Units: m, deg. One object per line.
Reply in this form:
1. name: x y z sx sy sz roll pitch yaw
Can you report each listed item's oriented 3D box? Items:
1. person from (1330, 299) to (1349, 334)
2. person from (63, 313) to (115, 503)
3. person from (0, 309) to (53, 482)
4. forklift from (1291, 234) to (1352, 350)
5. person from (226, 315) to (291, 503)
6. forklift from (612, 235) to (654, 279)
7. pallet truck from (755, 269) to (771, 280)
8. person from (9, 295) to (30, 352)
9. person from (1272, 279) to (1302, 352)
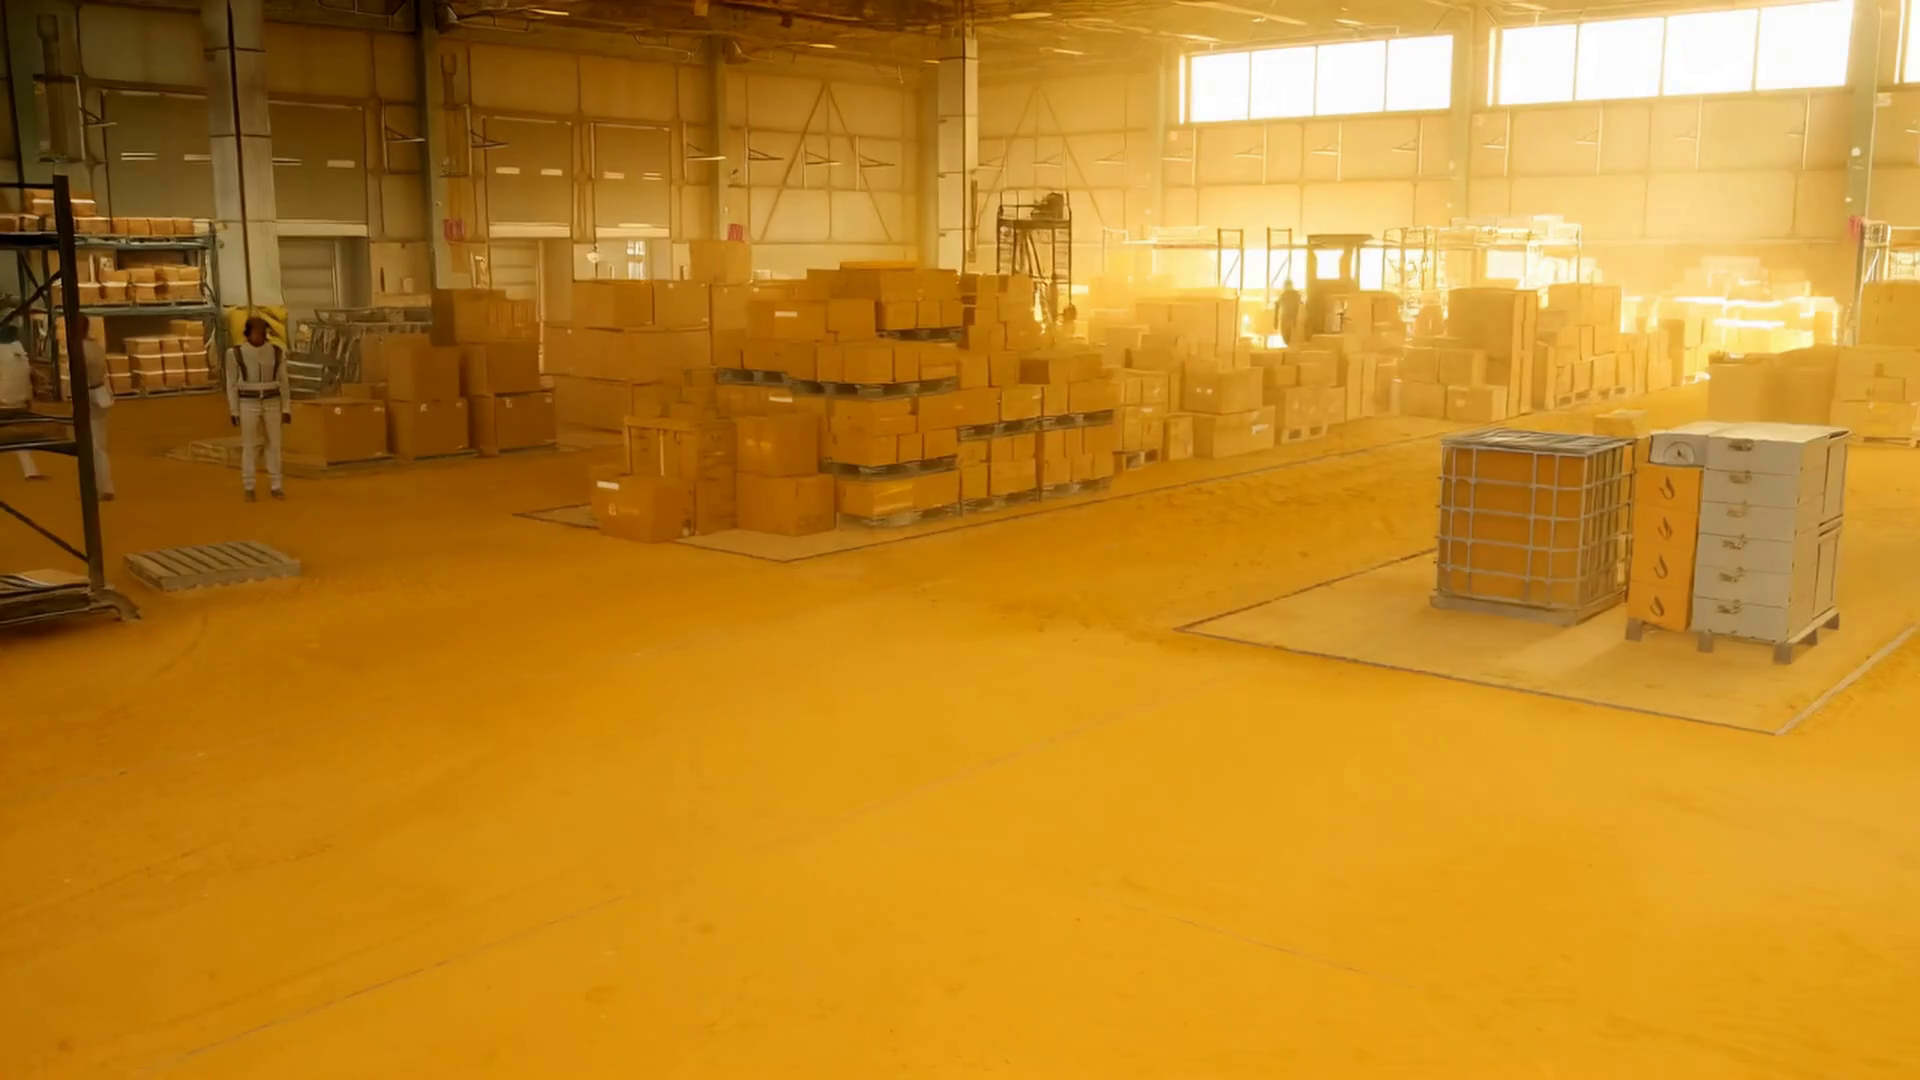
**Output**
1. person: 7.077 -3.648 30.809 0.808 1.600 0.514 -6 11 -29
2. person: -8.737 -1.327 16.730 0.406 1.905 0.639 -3 10 -16
3. person: -10.378 -1.563 18.086 0.828 1.898 0.594 0 10 1
4. forklift: 7.697 -5.002 34.874 1.129 2.768 1.873 -1 10 -8
5. person: -7.044 -1.318 16.734 0.574 1.883 0.355 -7 12 -34
6. forklift: -7.300 -5.450 37.421 1.873 2.768 1.129 8 13 40
7. pallet truck: -4.996 -6.432 45.525 1.885 1.965 0.823 -6 12 -32
8. person: -17.767 -3.794 31.434 0.548 1.665 0.716 2 10 9
9. person: 6.966 -4.578 35.246 0.632 1.906 0.891 -3 10 -18
